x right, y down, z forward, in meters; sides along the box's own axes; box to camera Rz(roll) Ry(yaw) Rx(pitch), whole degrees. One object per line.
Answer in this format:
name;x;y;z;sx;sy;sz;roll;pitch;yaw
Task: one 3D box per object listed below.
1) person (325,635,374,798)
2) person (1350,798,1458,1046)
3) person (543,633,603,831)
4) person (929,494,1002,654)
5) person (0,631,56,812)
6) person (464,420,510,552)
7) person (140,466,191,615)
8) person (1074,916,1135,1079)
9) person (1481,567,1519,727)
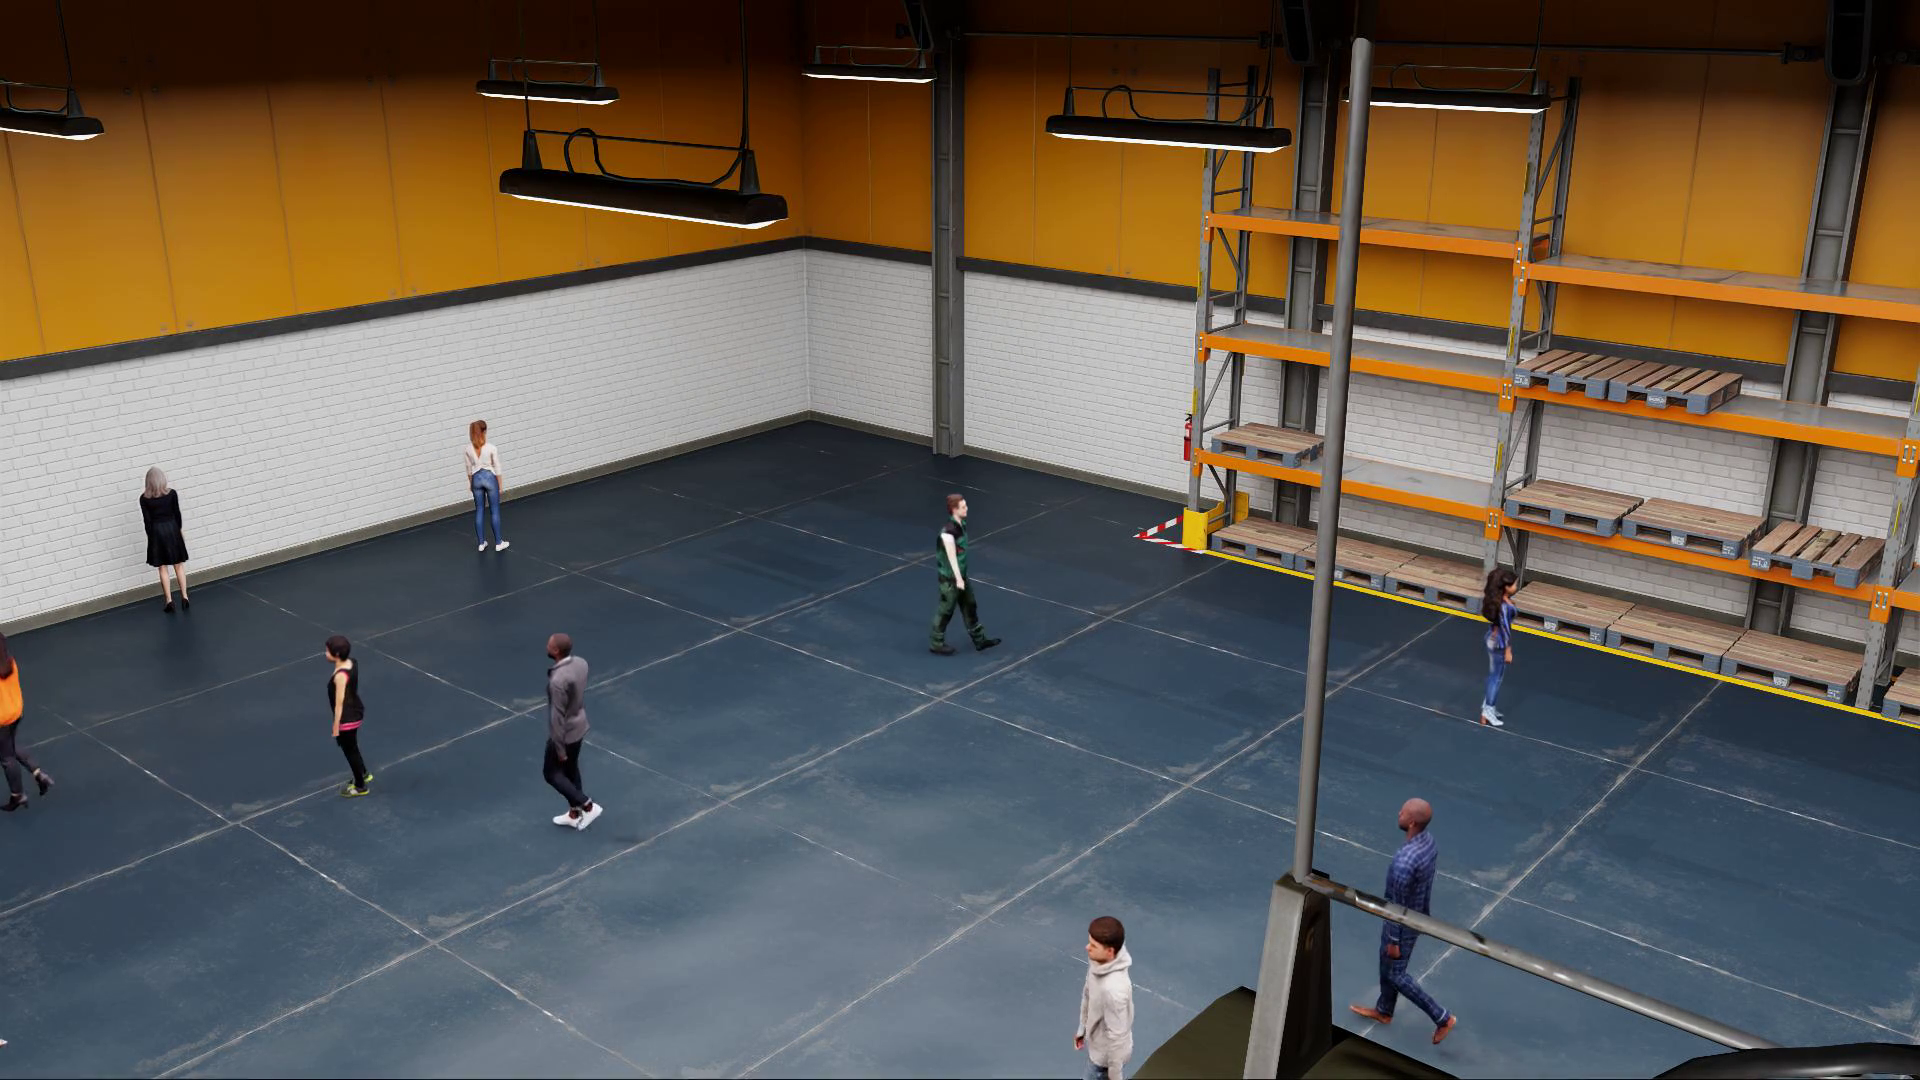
person;-5.399;1.562;14.855;0.720;1.544;0.658;-2;19;-5
person;3.112;2.607;11.352;1.025;1.800;0.730;12;22;32
person;-3.273;1.654;14.173;0.908;1.805;0.868;5;19;15
person;-0.147;0.391;17.913;1.126;1.811;0.951;4;19;13
person;-8.267;1.566;14.540;0.870;1.738;0.809;-1;19;-4
person;-6.085;-0.703;21.305;0.650;1.720;0.750;2;19;5
person;-9.176;-0.011;19.207;0.641;1.747;0.624;-14;23;-36
person;0.972;3.053;9.983;1.190;1.829;1.133;-2;19;-6
person;5.254;1.039;16.286;0.714;1.622;0.704;3;19;10
